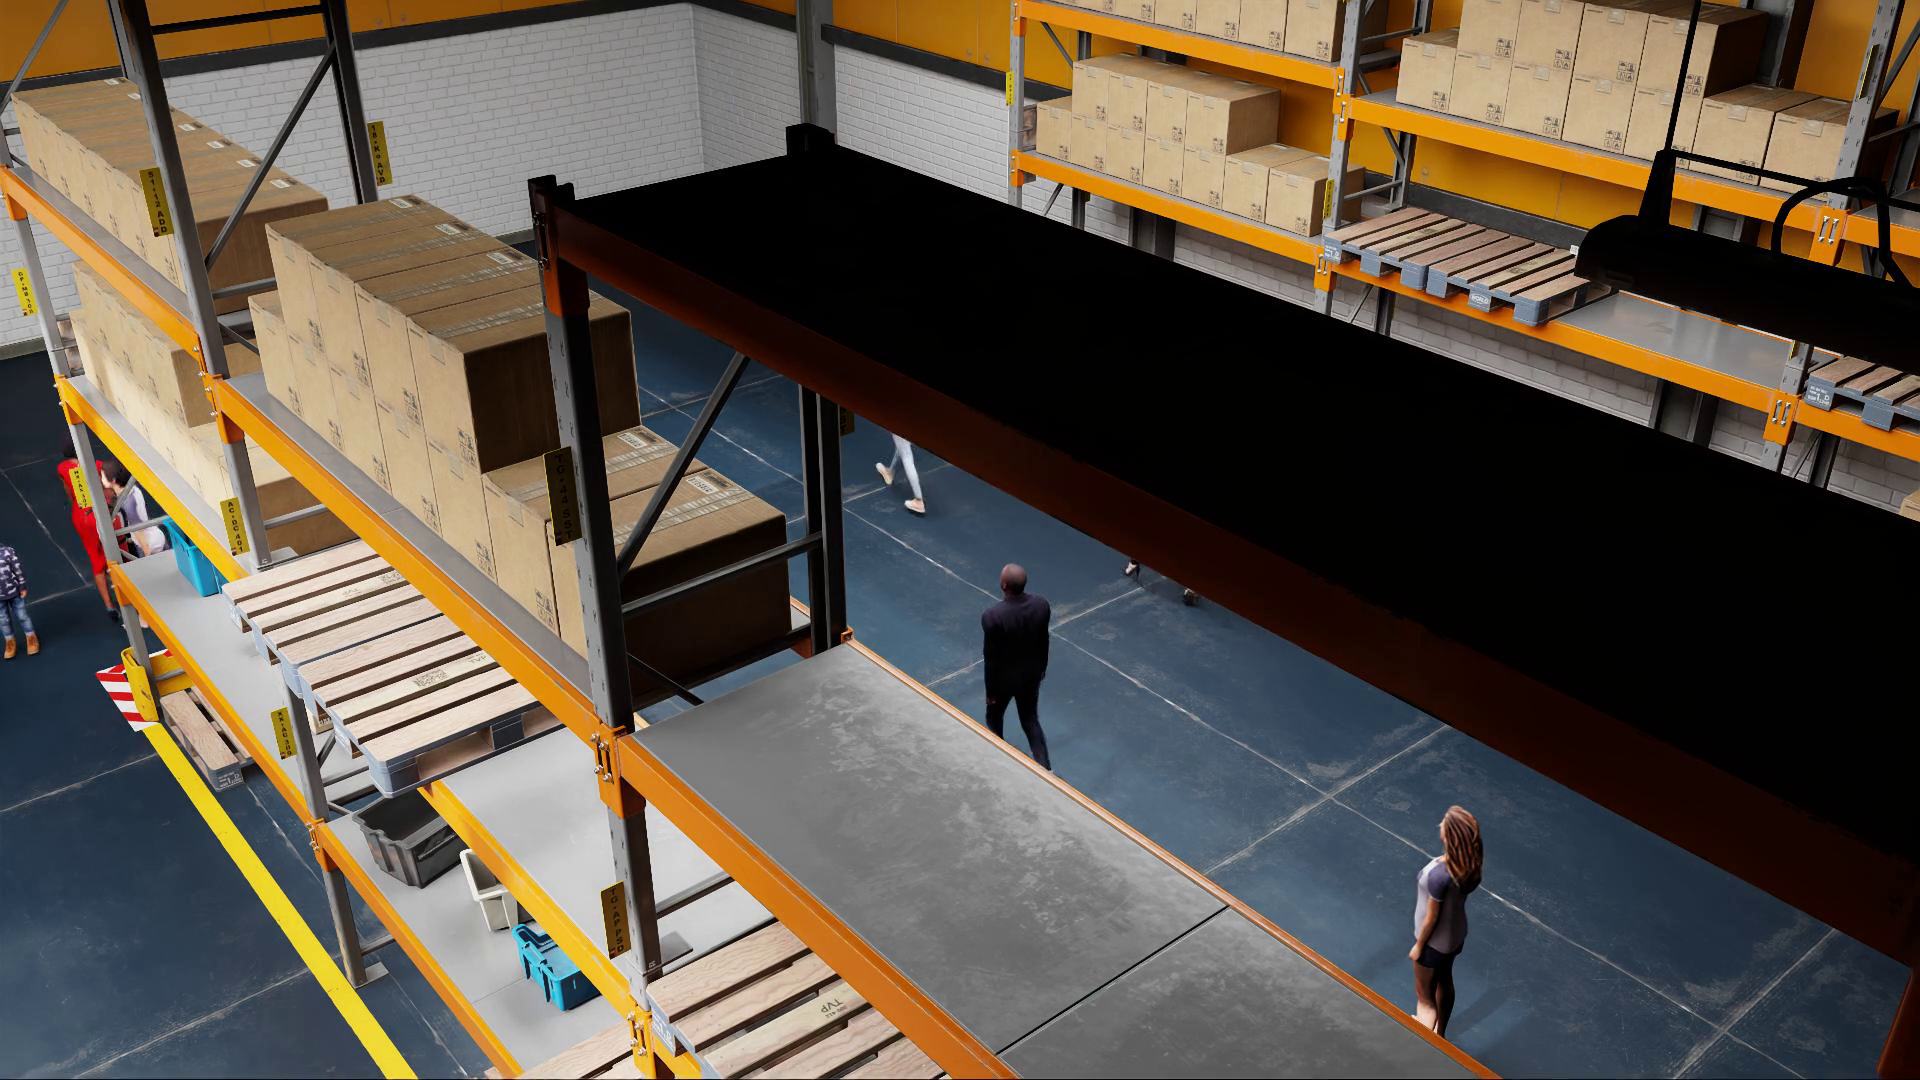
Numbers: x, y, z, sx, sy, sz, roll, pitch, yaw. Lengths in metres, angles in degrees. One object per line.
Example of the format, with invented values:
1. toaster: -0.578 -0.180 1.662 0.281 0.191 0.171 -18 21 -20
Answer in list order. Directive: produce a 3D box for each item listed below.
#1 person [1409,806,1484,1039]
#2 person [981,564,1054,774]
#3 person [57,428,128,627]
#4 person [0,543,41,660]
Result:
1. person: 2.755 2.250 9.499 0.565 1.732 0.613 25 37 38
2. person: 0.432 1.026 11.683 0.918 1.789 1.248 -12 31 -21
3. person: -7.184 -0.087 13.794 0.872 1.722 1.033 -4 29 -7
4. person: -7.736 0.370 13.450 0.536 1.248 0.550 -12 31 -21
